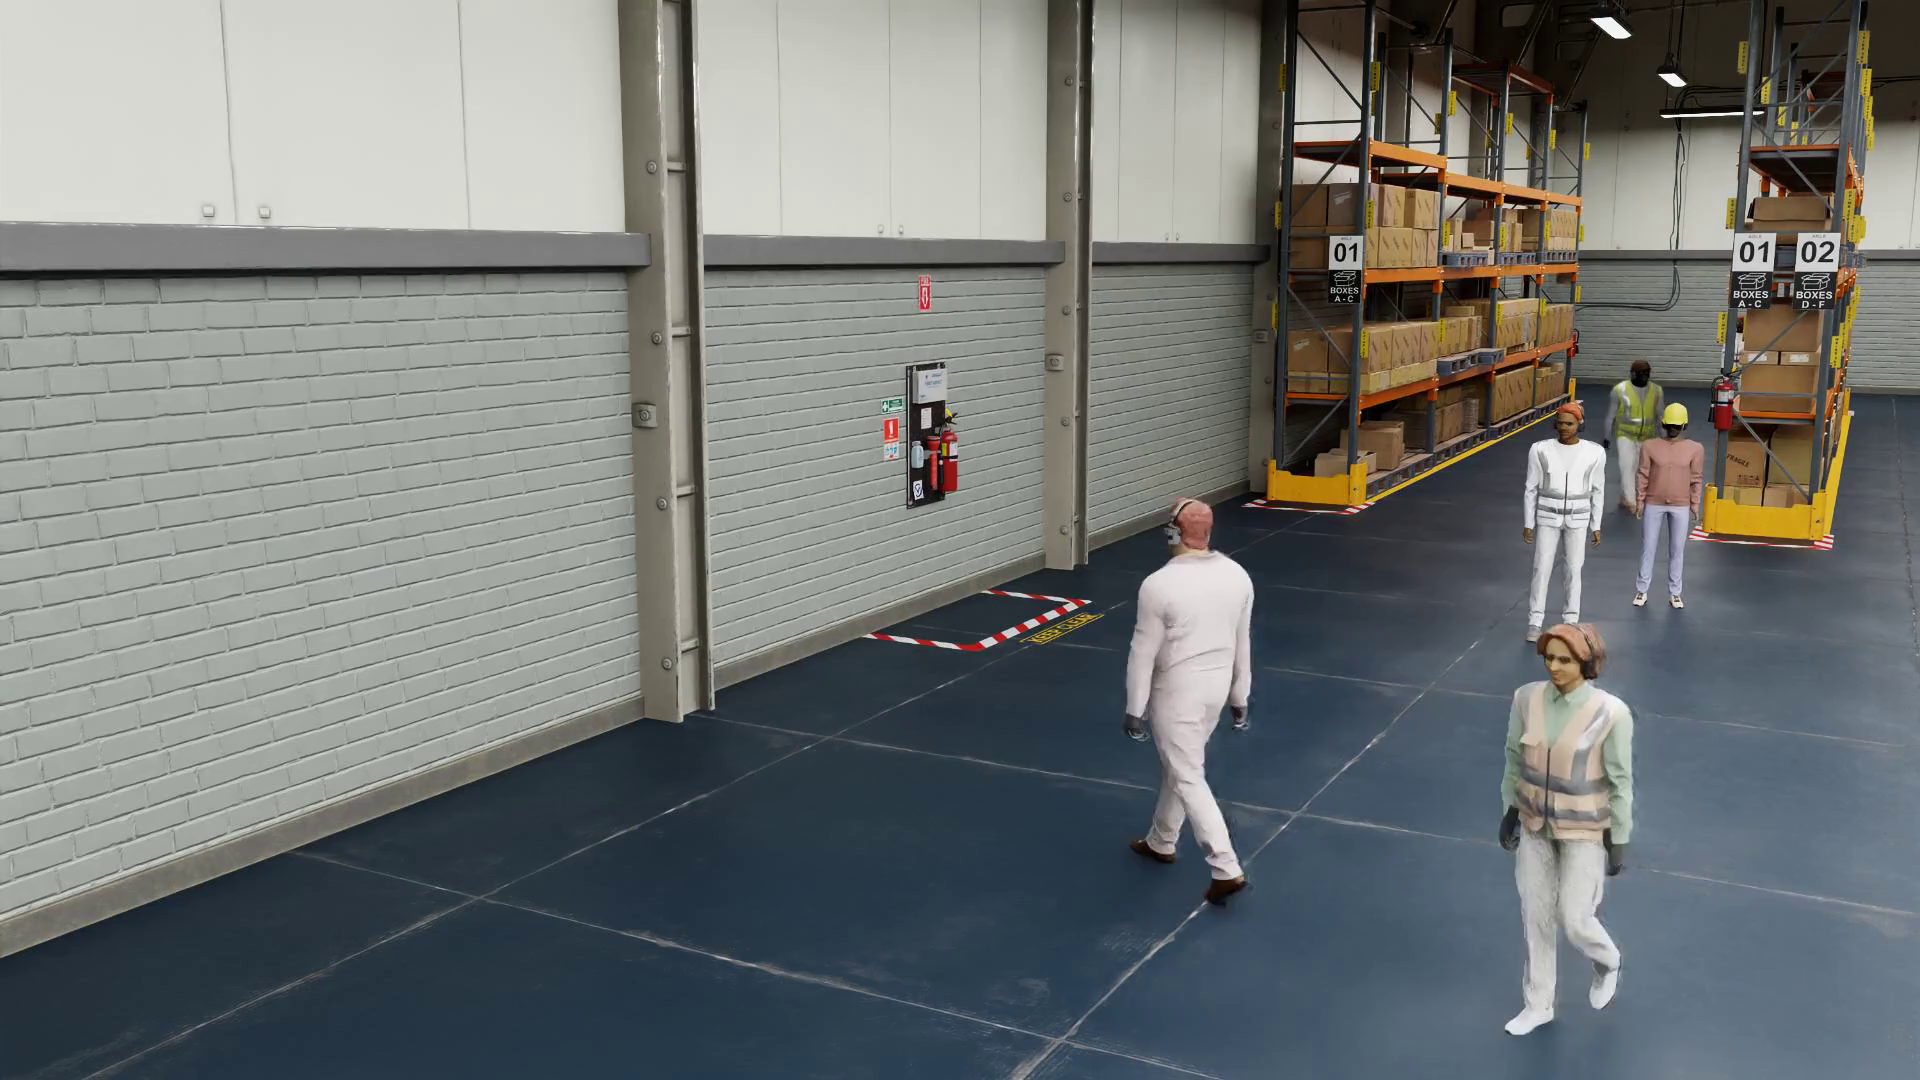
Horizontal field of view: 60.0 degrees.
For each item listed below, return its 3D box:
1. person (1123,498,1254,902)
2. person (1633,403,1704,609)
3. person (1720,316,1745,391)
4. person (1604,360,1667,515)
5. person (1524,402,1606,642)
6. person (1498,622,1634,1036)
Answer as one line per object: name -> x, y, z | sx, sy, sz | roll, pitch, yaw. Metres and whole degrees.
person -> 1.101, 0.734, 7.853 | 0.653, 1.871, 0.959 | -6, 12, -33
person -> 6.032, -0.291, 14.172 | 0.524, 1.760, 0.327 | 4, 10, 20
person -> 14.564, -3.256, 31.168 | 0.573, 1.883, 0.355 | 6, 11, 29
person -> 7.943, -1.228, 19.617 | 0.634, 1.799, 0.973 | 0, 10, -2
person -> 4.657, -0.128, 12.851 | 0.578, 1.881, 0.346 | 3, 10, 17
person -> 2.346, 1.104, 6.395 | 0.452, 1.625, 0.534 | -7, 12, -36
